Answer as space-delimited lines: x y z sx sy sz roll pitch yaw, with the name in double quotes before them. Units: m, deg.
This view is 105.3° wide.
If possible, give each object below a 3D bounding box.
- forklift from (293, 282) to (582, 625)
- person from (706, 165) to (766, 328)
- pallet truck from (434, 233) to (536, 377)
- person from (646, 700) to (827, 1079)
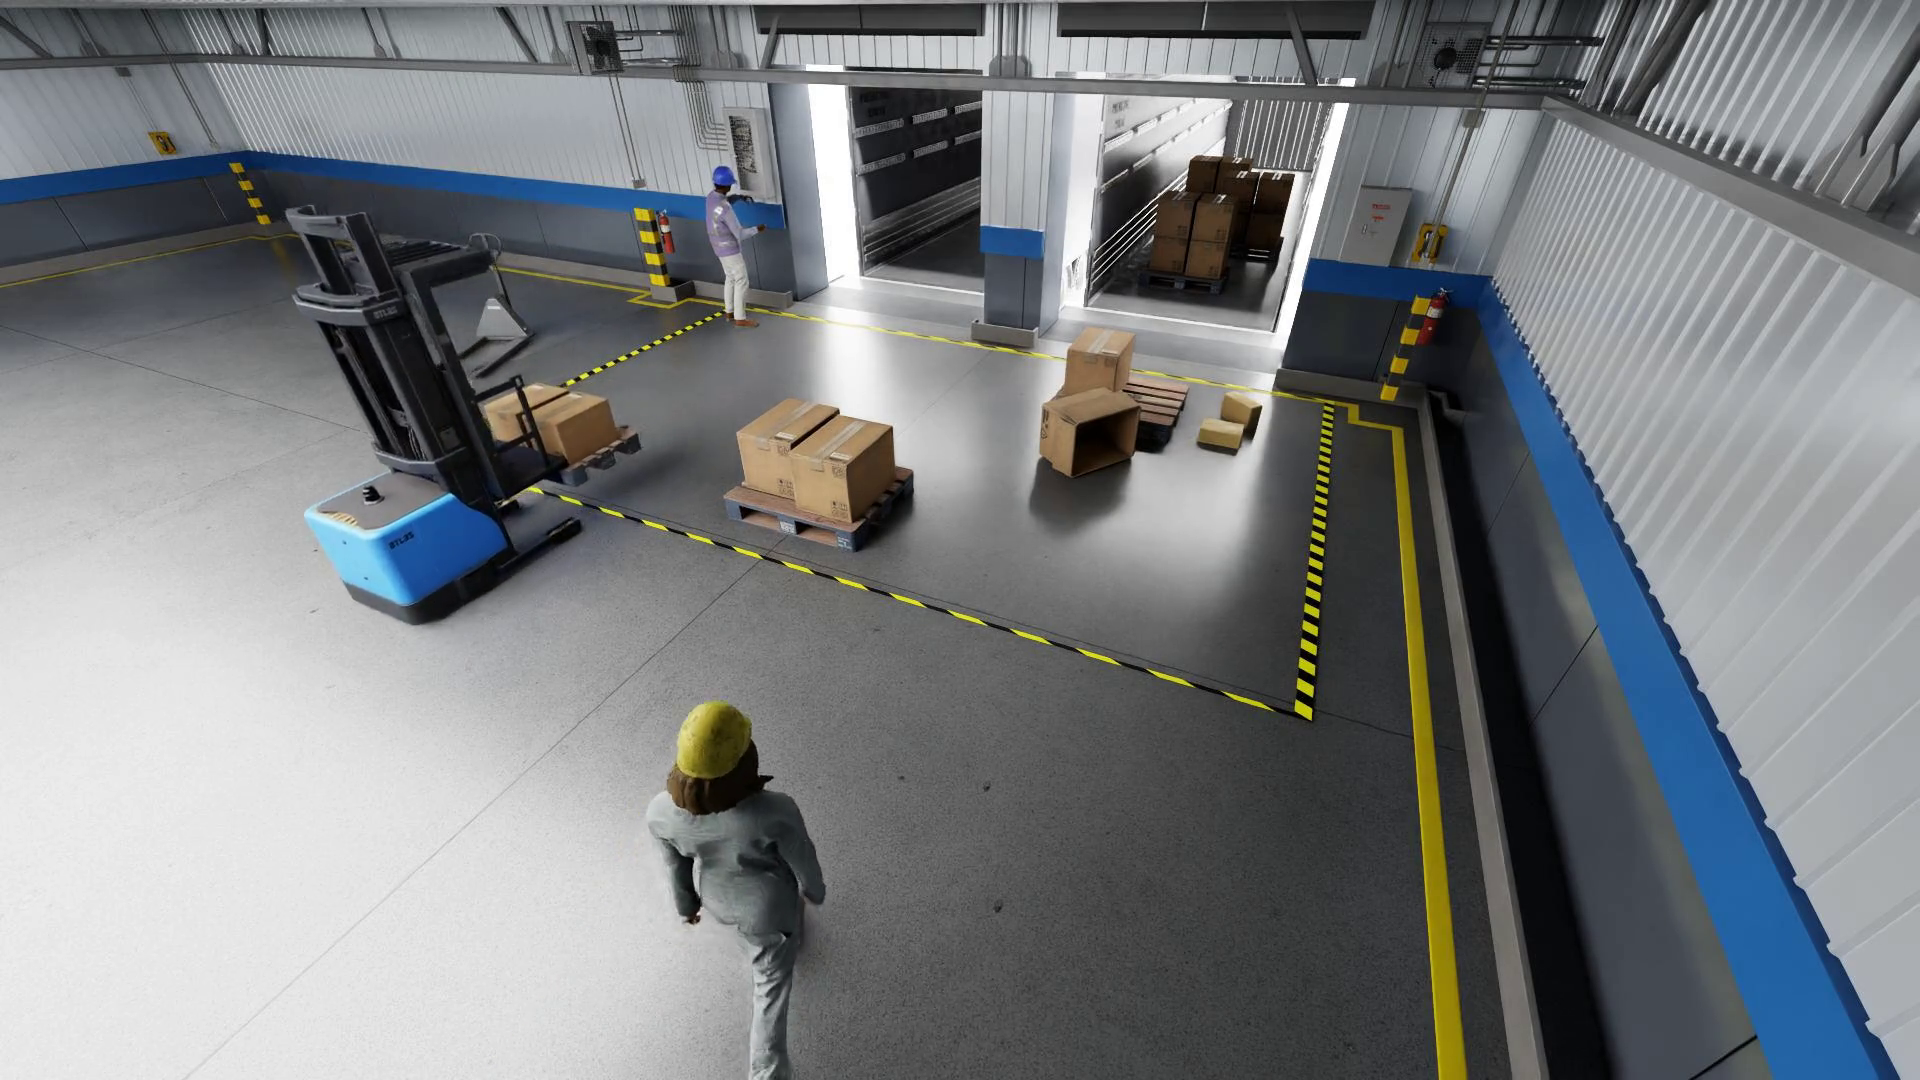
"forklift" -3.665 -0.531 4.673 0.716 2.013 0.776 15 38 20
"person" -2.801 -3.699 9.245 0.697 1.901 0.790 -22 41 -28
"pallet truck" -5.664 -2.712 8.427 0.680 1.201 1.601 0 35 -1
"person" -0.720 1.212 2.524 0.496 1.696 0.887 3 36 4
